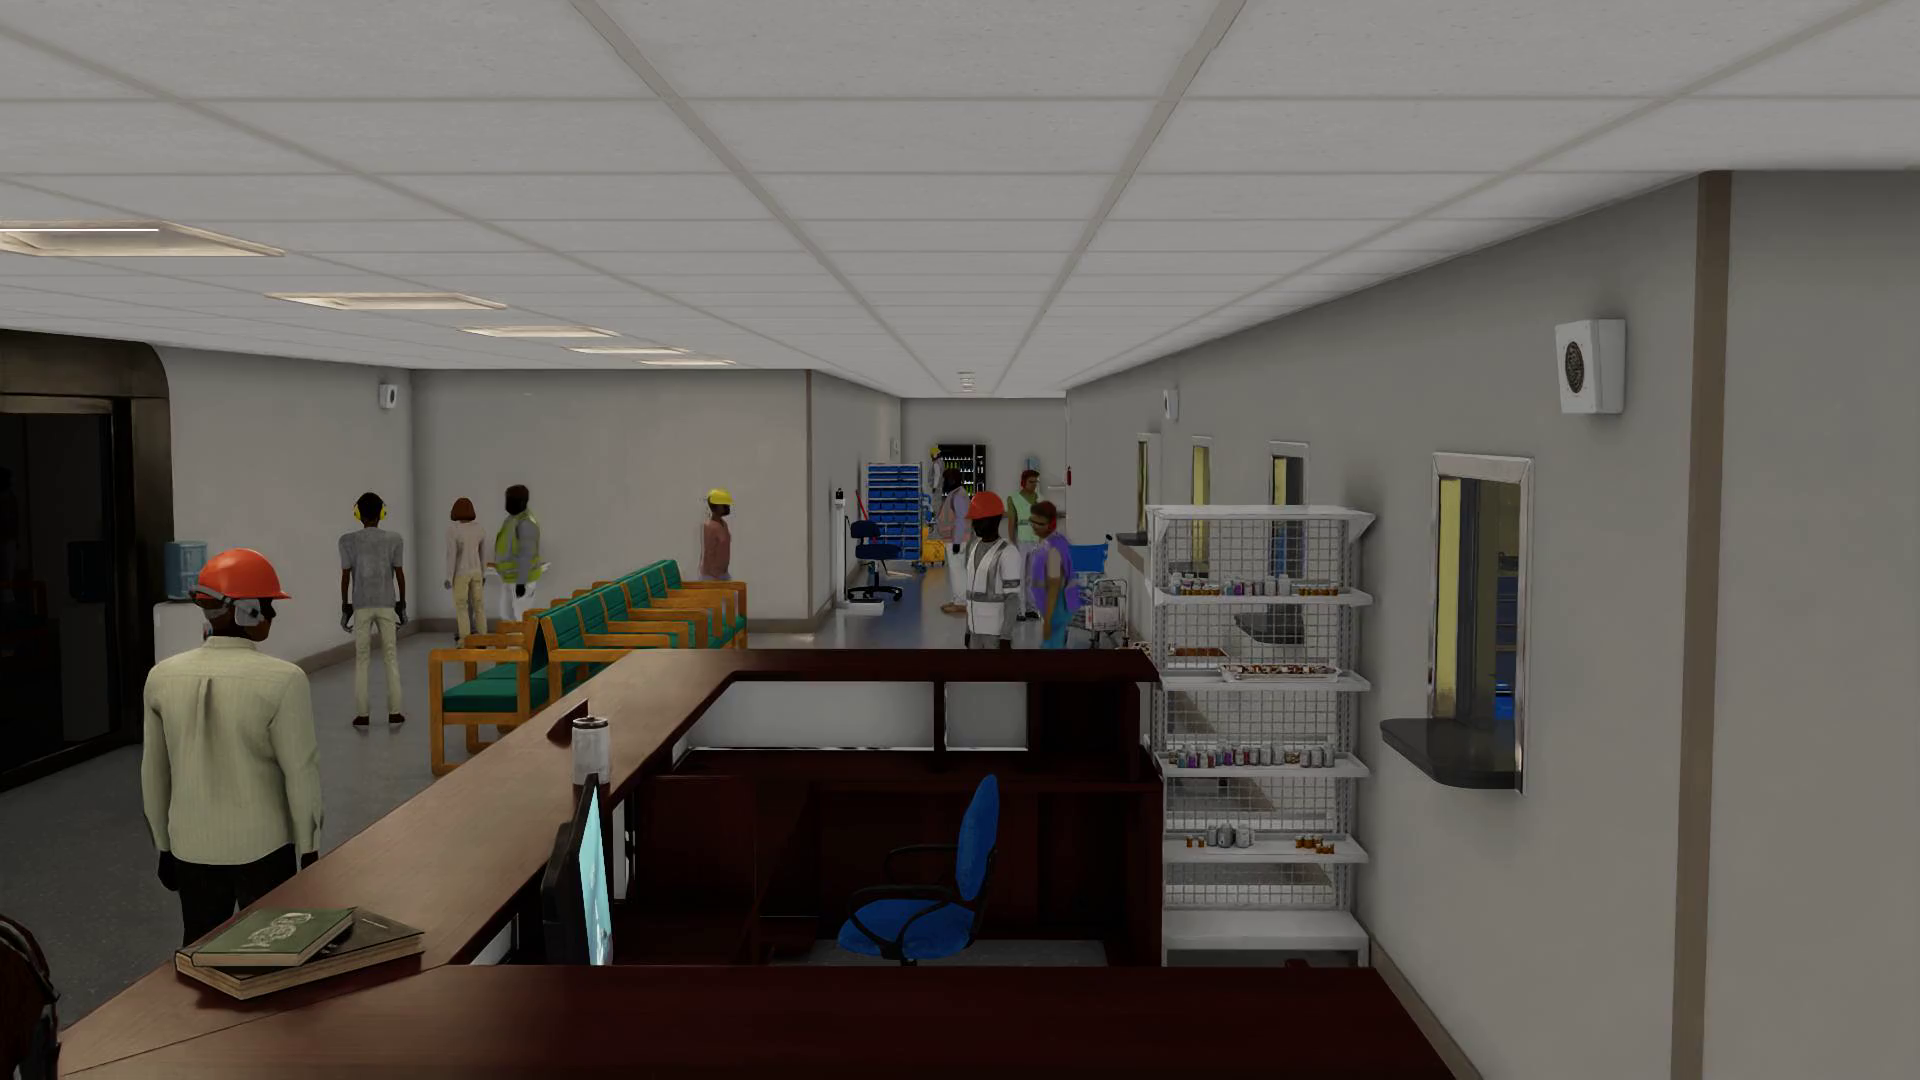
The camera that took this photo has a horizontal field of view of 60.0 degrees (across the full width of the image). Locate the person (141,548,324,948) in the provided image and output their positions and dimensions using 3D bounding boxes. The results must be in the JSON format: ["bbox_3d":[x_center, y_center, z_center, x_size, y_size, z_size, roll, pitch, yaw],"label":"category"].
[{"bbox_3d":[-2.442,1.023,5.643,0.623,1.990,0.391,1,4,10],"label":"person"}]

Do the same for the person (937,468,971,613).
[{"bbox_3d":[-0.077,0.005,21.025,0.429,1.837,0.637,0,4,-6],"label":"person"}]

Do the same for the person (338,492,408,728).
[{"bbox_3d":[-4.640,0.552,13.171,0.508,1.865,0.328,-2,4,-22],"label":"person"}]

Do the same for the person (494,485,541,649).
[{"bbox_3d":[-4.290,0.367,16.143,0.449,1.815,0.667,-2,5,-31],"label":"person"}]

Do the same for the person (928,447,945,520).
[{"bbox_3d":[-0.563,-1.294,39.357,0.403,1.822,0.589,1,4,9],"label":"person"}]

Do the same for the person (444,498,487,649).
[{"bbox_3d":[-5.106,0.378,17.191,0.266,1.631,0.507,3,5,35],"label":"person"}]

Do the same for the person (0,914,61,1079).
[{"bbox_3d":[-1.195,1.363,2.012,0.626,1.837,0.429,-2,5,-29],"label":"person"}]

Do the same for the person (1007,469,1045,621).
[{"bbox_3d":[0.808,0.056,20.277,0.563,1.840,0.390,-3,5,-40],"label":"person"}]

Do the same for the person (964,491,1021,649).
[{"bbox_3d":[0.193,0.618,11.744,0.362,1.936,0.542,-3,5,-35],"label":"person"}]

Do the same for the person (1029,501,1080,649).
[{"bbox_3d":[0.740,0.582,13.165,0.454,1.802,0.658,0,4,-1],"label":"person"}]

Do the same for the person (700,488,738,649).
[{"bbox_3d":[-2.354,0.352,16.792,0.685,1.742,0.539,1,4,14],"label":"person"}]
